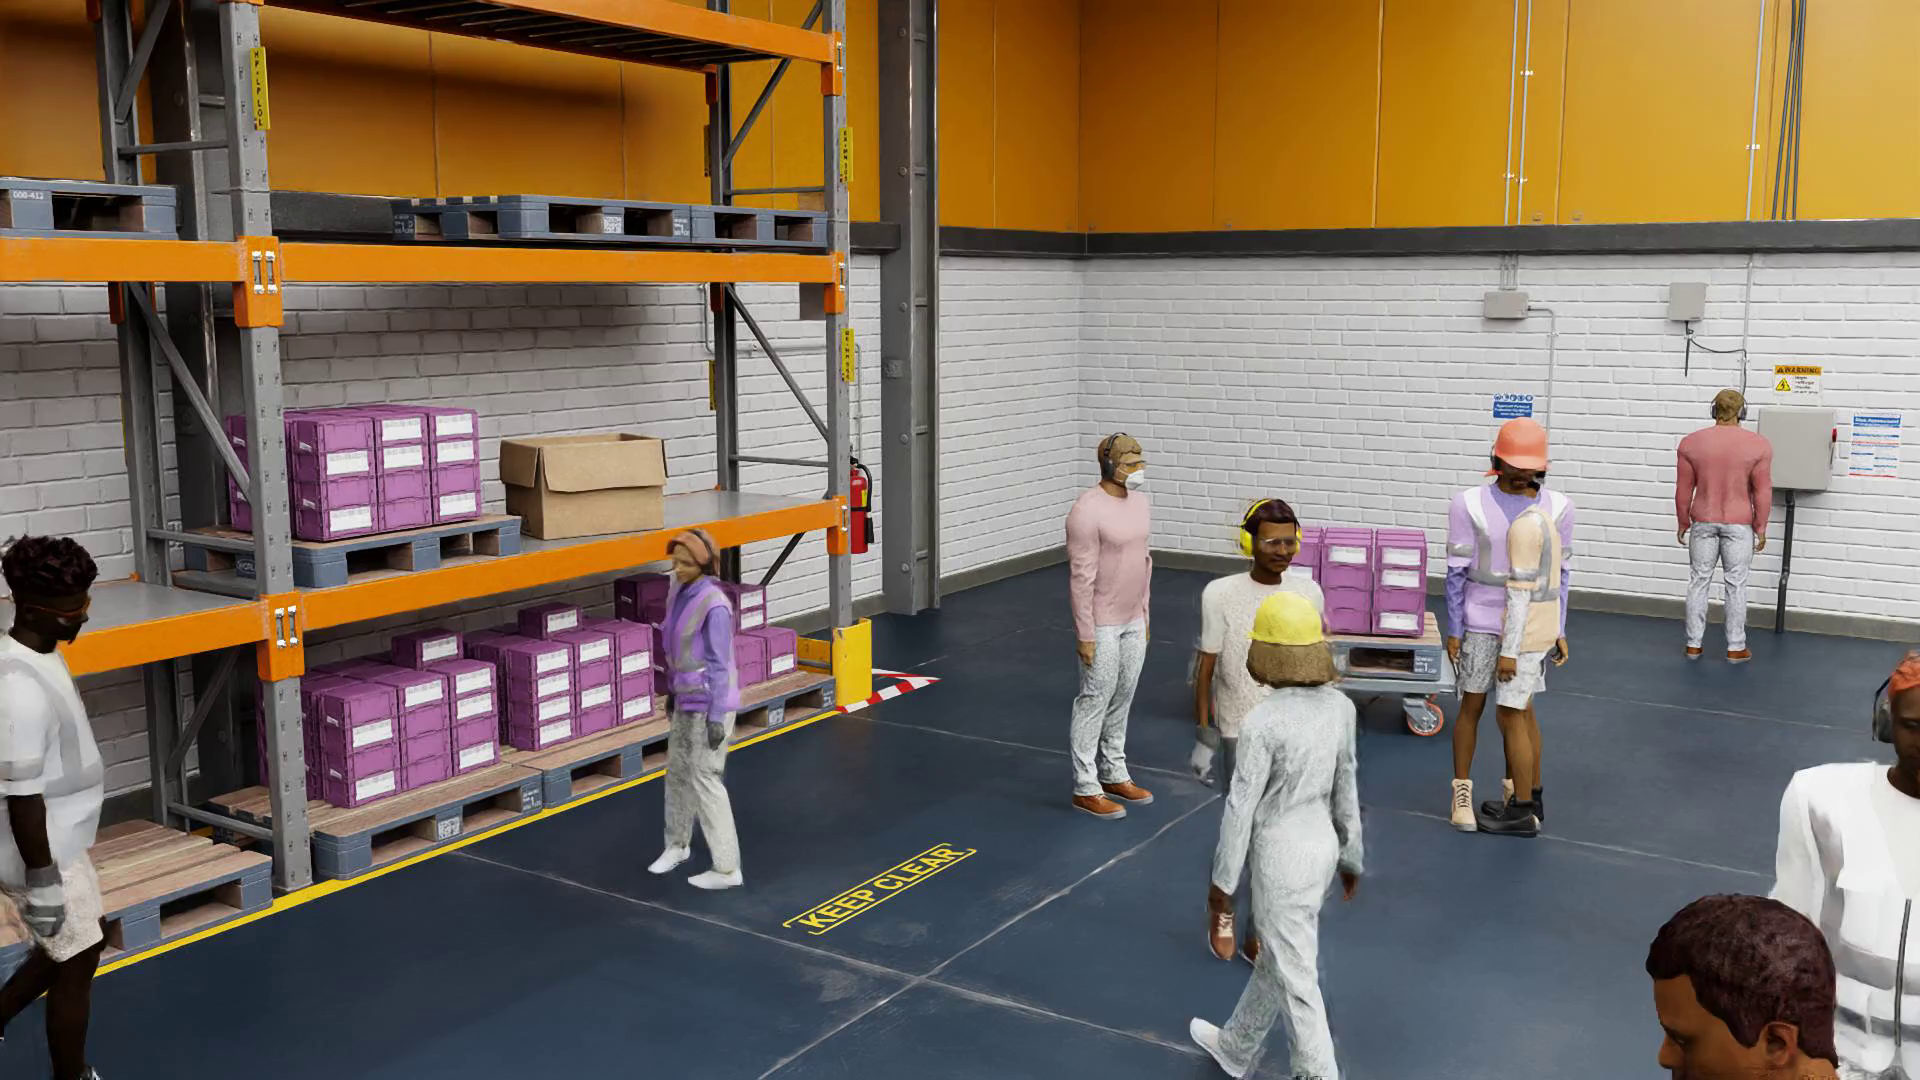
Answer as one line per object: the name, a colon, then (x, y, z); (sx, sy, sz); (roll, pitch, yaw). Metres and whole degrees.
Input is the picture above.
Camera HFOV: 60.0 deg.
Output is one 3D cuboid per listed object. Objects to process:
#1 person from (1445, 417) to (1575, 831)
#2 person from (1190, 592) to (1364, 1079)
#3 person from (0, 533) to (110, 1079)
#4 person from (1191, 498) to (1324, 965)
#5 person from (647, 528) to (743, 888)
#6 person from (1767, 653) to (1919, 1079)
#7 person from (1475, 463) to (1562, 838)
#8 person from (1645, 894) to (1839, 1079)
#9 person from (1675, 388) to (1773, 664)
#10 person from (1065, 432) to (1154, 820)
person: (2.659, 0.414, 8.057); (0.608, 2.032, 0.405); (0, 9, 1)
person: (0.961, 1.007, 5.263); (0.503, 1.709, 0.793); (-8, 12, -41)
person: (-2.849, 0.922, 5.071); (0.538, 1.931, 0.672); (-5, 10, -28)
person: (1.160, 0.760, 6.358); (0.546, 1.859, 0.379); (-2, 9, -14)
person: (-1.158, 0.737, 7.345); (0.359, 1.612, 0.583); (-5, 10, -28)
person: (2.102, 1.158, 3.722); (0.599, 1.873, 0.423); (6, 10, 33)
person: (2.709, 0.464, 8.093); (0.390, 1.923, 0.551); (5, 10, 27)
person: (1.135, 1.402, 2.144); (0.546, 1.873, 0.656); (2, 9, 11)
person: (5.358, -0.098, 11.705); (0.628, 1.935, 0.373); (6, 11, 34)
person: (0.763, 0.420, 8.356); (0.373, 1.933, 0.627); (7, 11, 38)
